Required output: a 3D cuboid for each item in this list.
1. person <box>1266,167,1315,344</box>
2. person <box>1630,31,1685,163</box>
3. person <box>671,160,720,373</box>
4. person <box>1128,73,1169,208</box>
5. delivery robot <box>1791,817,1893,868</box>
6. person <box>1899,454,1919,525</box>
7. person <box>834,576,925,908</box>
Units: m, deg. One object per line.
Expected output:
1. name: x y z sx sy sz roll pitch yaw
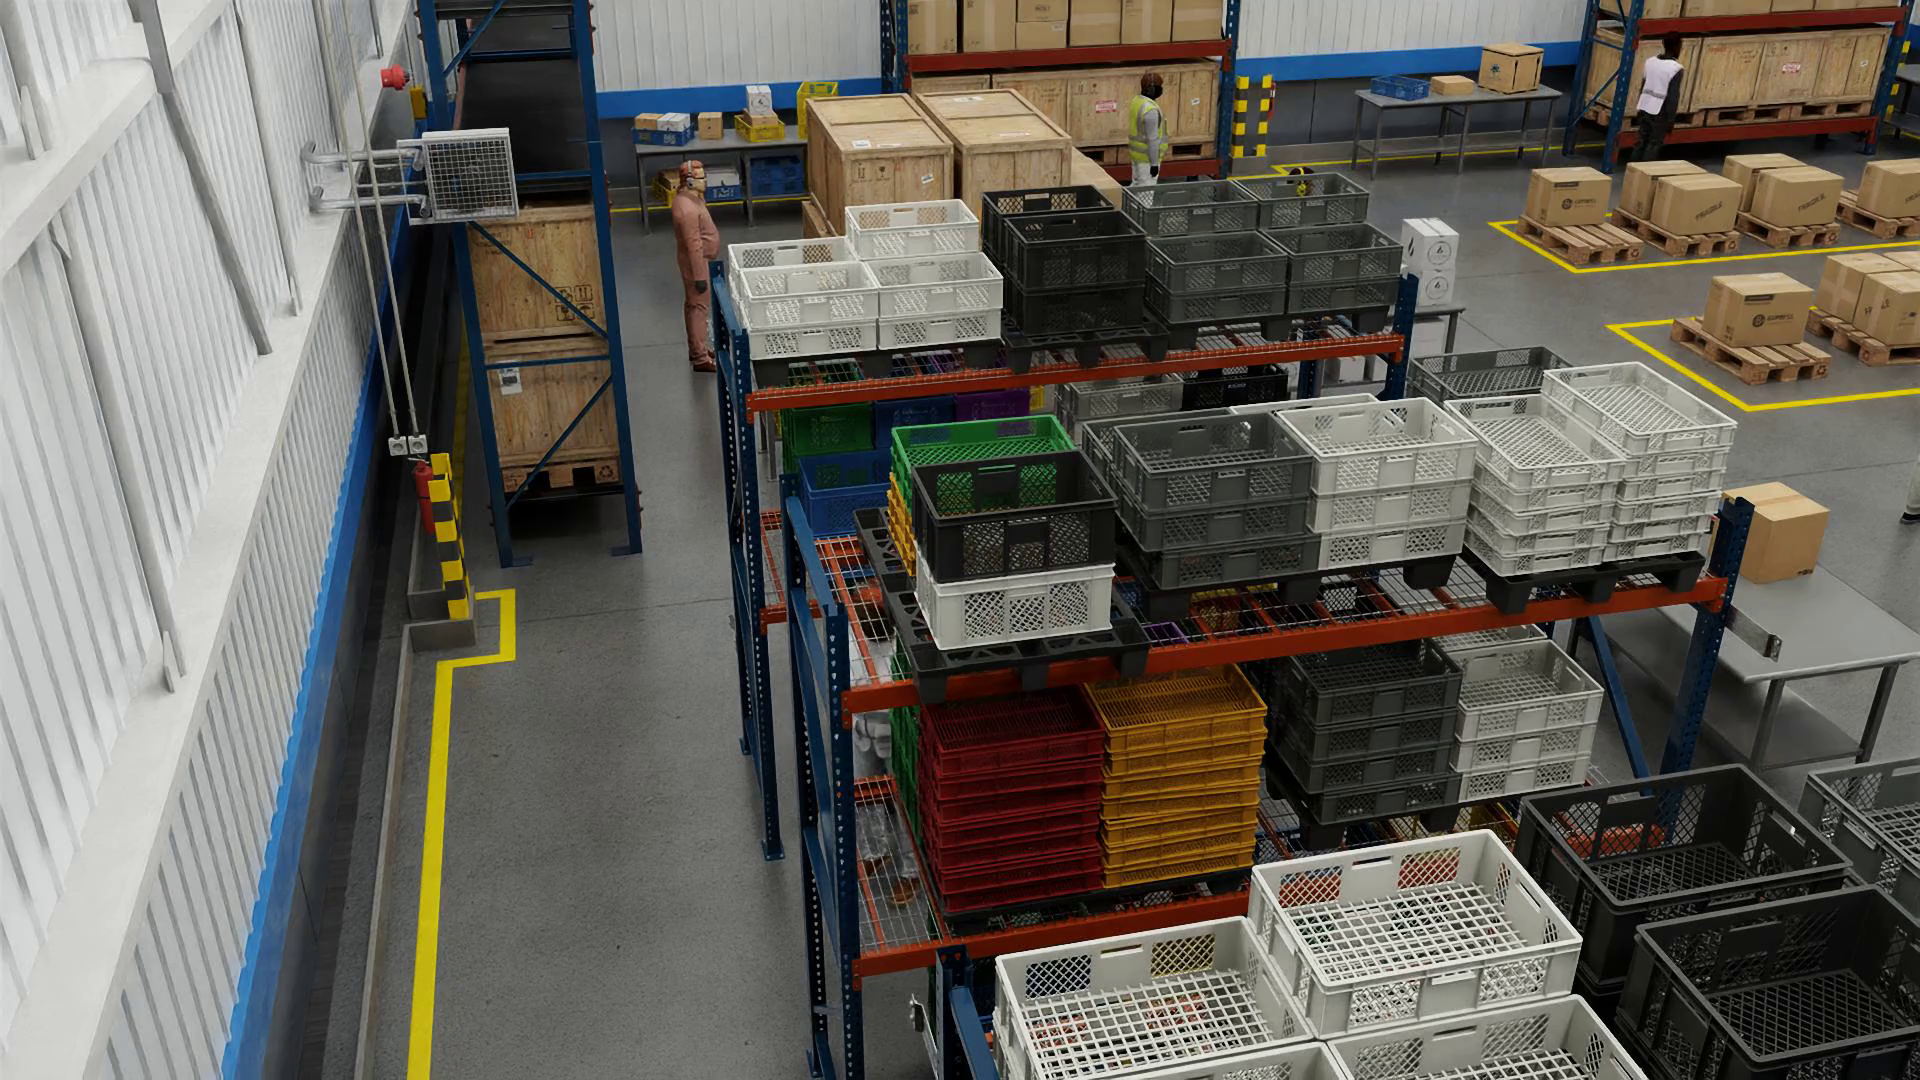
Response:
1. person: 2.972 -2.417 14.901 0.324 1.871 0.526 -6 28 -12
2. person: 8.359 -5.124 20.000 0.390 1.912 0.628 -11 30 -19
3. person: -2.345 -2.464 14.951 0.409 1.908 0.647 -6 28 -12
4. person: 2.072 -4.222 18.355 0.429 1.843 0.629 -6 28 -12
5. delivery robot: 4.523 1.697 8.398 0.477 0.478 0.707 -6 28 -12
6. person: 7.250 -0.887 12.032 0.404 1.837 0.596 -6 28 -12
7. person: -0.384 1.007 8.402 0.582 1.879 0.345 15 32 27
